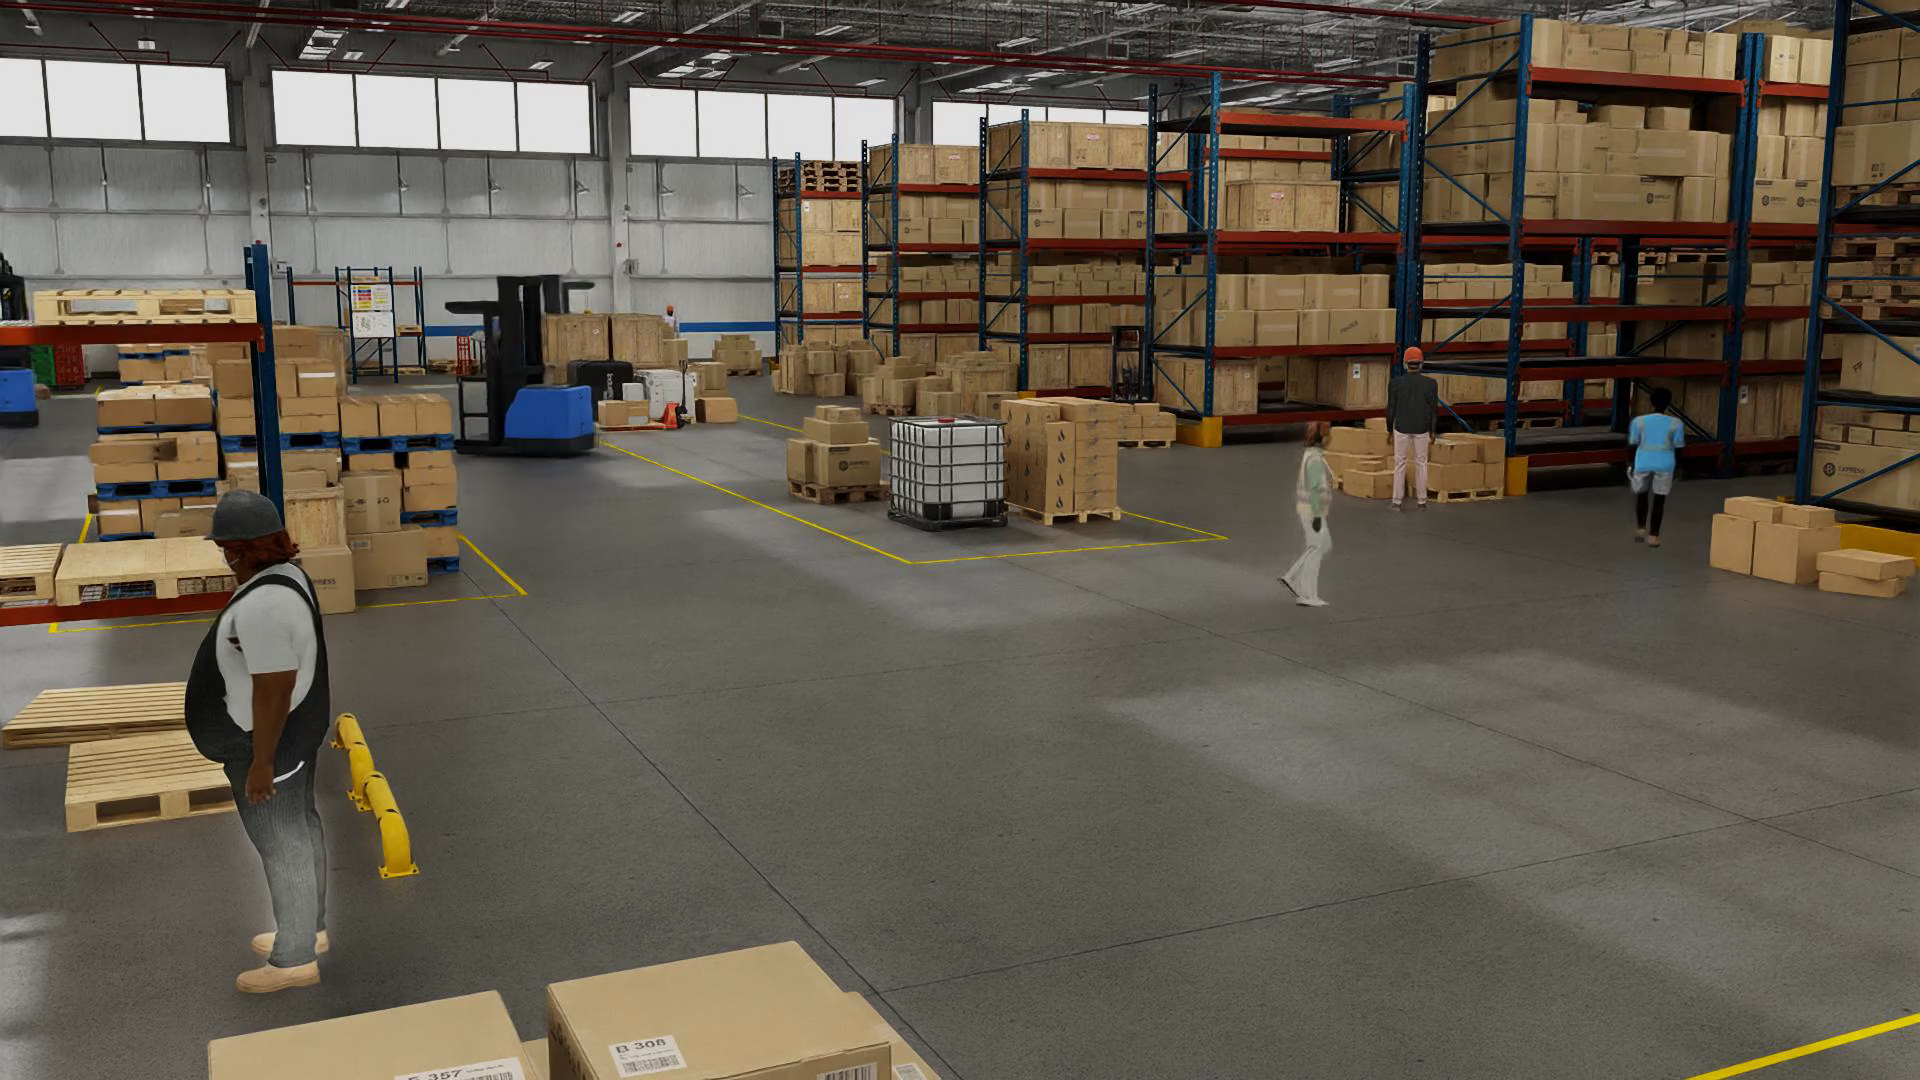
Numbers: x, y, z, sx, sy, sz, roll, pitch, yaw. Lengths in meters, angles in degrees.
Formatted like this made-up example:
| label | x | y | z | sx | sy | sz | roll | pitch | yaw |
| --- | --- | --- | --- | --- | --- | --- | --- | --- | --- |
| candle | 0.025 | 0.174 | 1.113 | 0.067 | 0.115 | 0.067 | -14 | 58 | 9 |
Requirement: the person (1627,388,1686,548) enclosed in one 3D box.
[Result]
| label | x | y | z | sx | sy | sz | roll | pitch | yaw |
| --- | --- | --- | --- | --- | --- | --- | --- | --- | --- |
| person | 7.350 | -0.768 | 17.545 | 0.557 | 1.672 | 0.611 | 5 | 10 | 28 |

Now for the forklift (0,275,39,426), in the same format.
| label | x | y | z | sx | sy | sz | roll | pitch | yaw |
| --- | --- | --- | --- | --- | --- | --- | --- | --- | --- |
| forklift | -18.038 | -3.560 | 31.172 | 1.129 | 2.768 | 1.873 | -5 | 11 | -31 |

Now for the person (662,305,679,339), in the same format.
| label | x | y | z | sx | sy | sz | roll | pitch | yaw |
| --- | --- | --- | --- | --- | --- | --- | --- | --- | --- |
| person | -8.556 | -5.973 | 49.112 | 0.553 | 1.918 | 0.562 | -1 | 9 | -7 |

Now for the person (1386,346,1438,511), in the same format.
| label | x | y | z | sx | sy | sz | roll | pitch | yaw |
| --- | --- | --- | --- | --- | --- | --- | --- | --- | --- |
| person | 5.456 | -1.335 | 20.101 | 0.611 | 1.997 | 0.375 | 1 | 9 | 7 |

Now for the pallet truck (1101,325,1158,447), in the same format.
| label | x | y | z | sx | sy | sz | roll | pitch | yaw |
| --- | --- | --- | --- | --- | --- | --- | --- | --- | --- |
| pallet truck | 2.881 | -2.596 | 27.923 | 0.823 | 1.965 | 1.885 | -1 | 9 | -7 |

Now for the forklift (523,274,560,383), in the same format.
| label | x | y | z | sx | sy | sz | roll | pitch | yaw |
| --- | --- | --- | --- | --- | --- | --- | --- | --- | --- |
| forklift | -10.500 | -5.430 | 42.776 | 1.873 | 2.768 | 1.129 | -3 | 10 | -20 |

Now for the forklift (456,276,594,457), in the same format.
| label | x | y | z | sx | sy | sz | roll | pitch | yaw |
| --- | --- | --- | --- | --- | --- | --- | --- | --- | --- |
| forklift | -6.878 | -2.764 | 26.235 | 1.873 | 2.768 | 1.129 | 2 | 9 | 12 |

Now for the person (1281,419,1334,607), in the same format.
| label | x | y | z | sx | sy | sz | roll | pitch | yaw |
| --- | --- | --- | --- | --- | --- | --- | --- | --- | --- |
| person | 3.062 | -0.227 | 14.348 | 0.385 | 1.630 | 0.537 | 1 | 9 | 7 |

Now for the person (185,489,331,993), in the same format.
| label | x | y | z | sx | sy | sz | roll | pitch | yaw |
| --- | --- | --- | --- | --- | --- | --- | --- | --- | --- |
| person | -2.842 | 0.796 | 6.746 | 0.535 | 2.000 | 0.686 | -2 | 9 | -12 |
